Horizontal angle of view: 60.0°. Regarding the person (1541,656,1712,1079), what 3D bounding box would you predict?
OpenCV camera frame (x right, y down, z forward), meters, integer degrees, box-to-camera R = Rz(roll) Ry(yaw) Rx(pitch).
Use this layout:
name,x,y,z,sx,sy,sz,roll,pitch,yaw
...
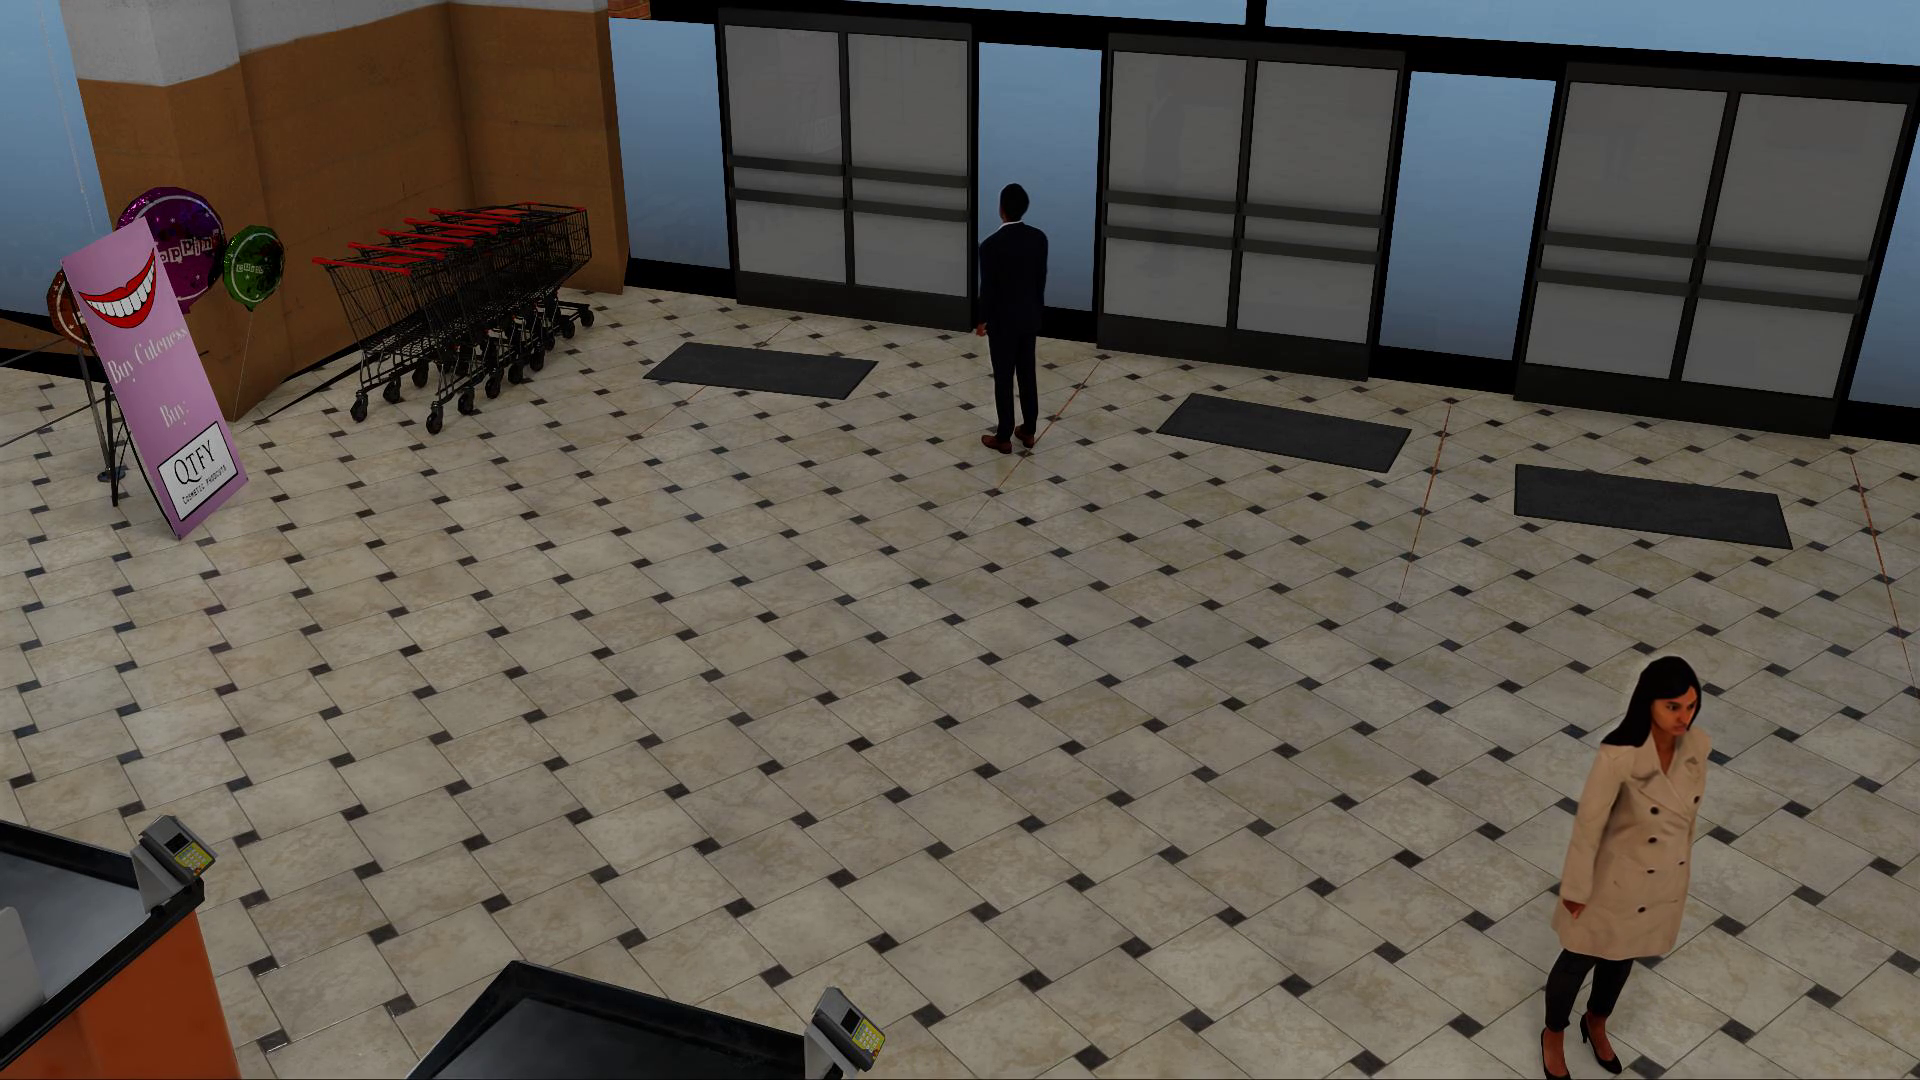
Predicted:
name,x,y,z,sx,sy,sz,roll,pitch,yaw
person,2.224,1.122,5.565,0.722,1.681,0.744,-8,28,-15

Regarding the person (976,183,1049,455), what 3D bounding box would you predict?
name,x,y,z,sx,sy,sz,roll,pitch,yaw
person,0.335,-1.381,10.450,0.686,1.727,0.766,-15,30,-26
